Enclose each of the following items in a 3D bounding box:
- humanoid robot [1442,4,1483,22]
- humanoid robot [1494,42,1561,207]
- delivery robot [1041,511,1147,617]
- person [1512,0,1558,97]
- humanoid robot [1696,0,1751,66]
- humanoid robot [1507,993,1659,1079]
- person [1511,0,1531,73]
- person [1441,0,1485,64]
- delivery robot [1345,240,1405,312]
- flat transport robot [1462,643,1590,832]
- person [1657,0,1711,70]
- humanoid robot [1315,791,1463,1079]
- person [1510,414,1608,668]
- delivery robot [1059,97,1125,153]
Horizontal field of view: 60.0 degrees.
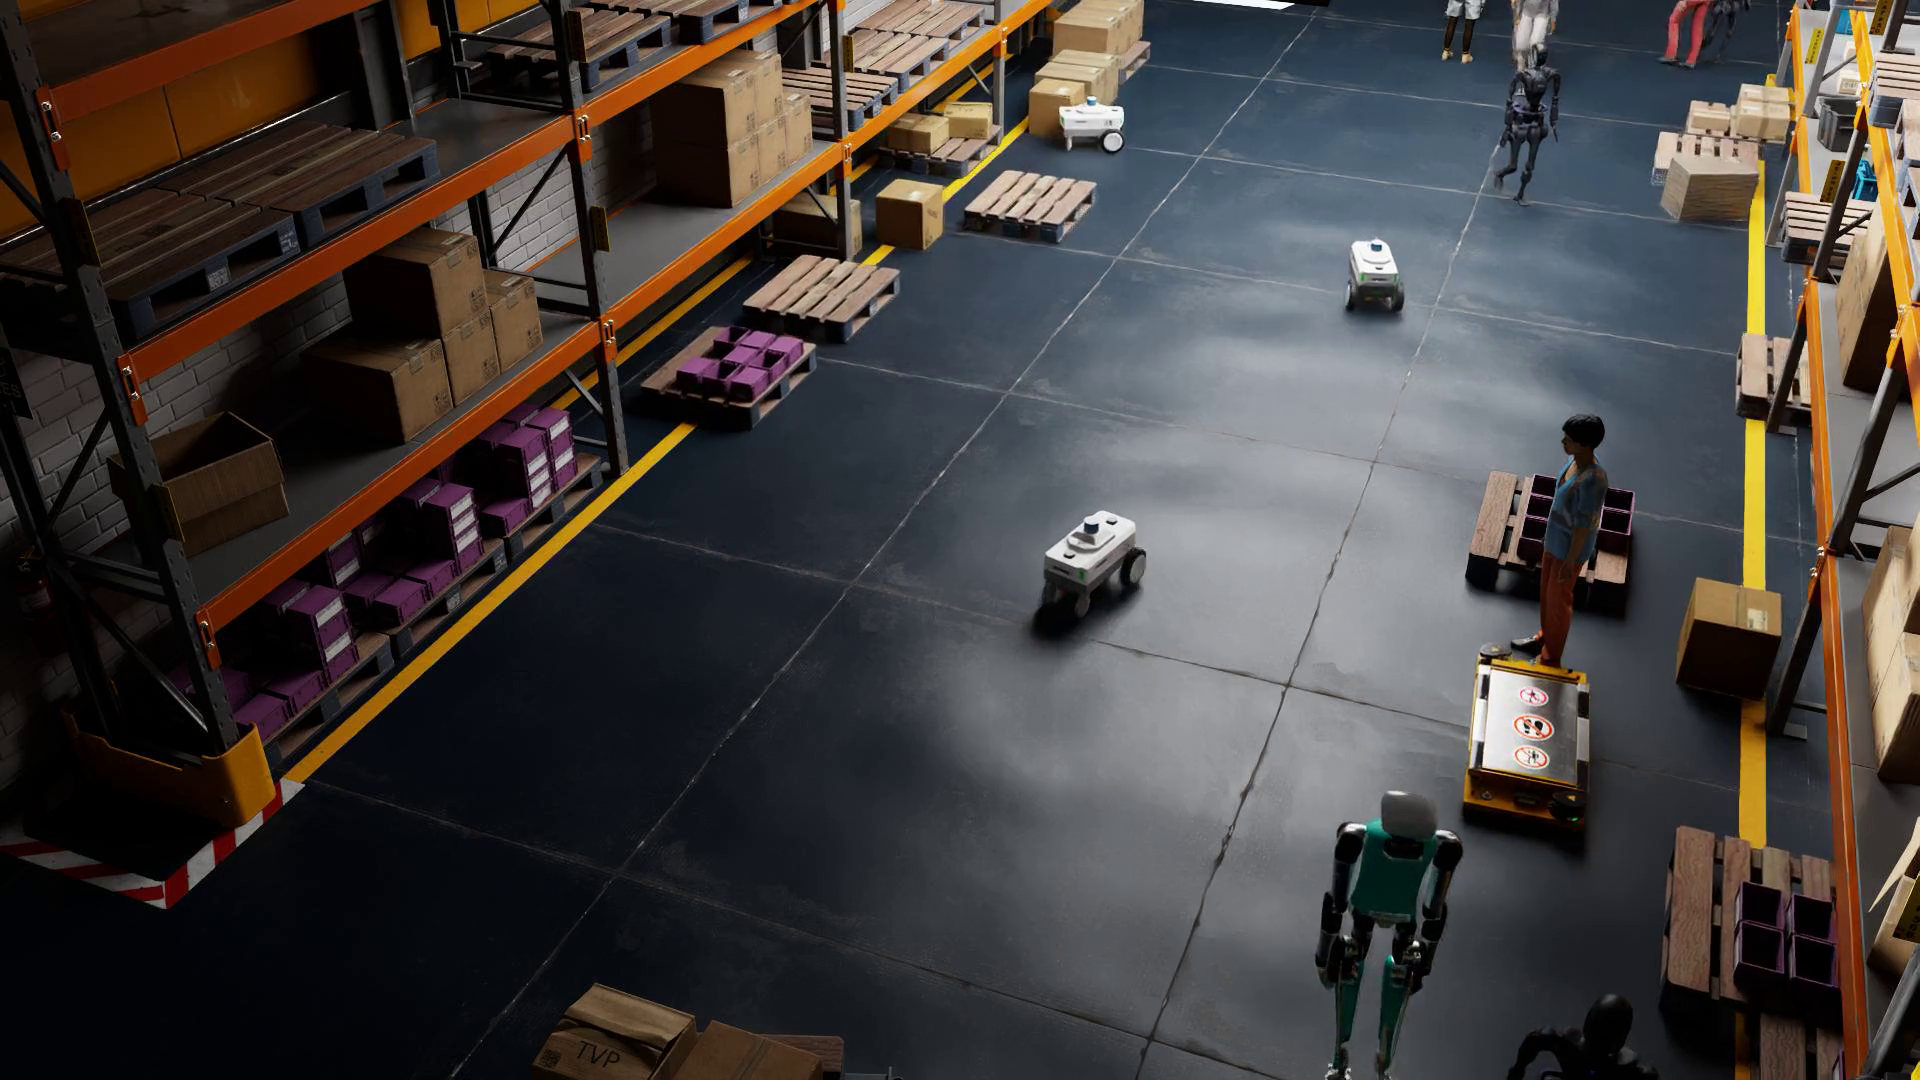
[{"bbox_3d":[6.941,-7.809,22.348,1.043,1.742,0.549,-27,42,-35],"label":"humanoid robot"},{"bbox_3d":[5.754,-4.226,16.840,0.586,1.647,0.434,-4,33,-7],"label":"humanoid robot"},{"bbox_3d":[0.875,0.111,11.147,0.499,0.584,0.783,22,39,30],"label":"delivery robot"},{"bbox_3d":[6.921,-6.281,19.835,0.591,1.876,0.608,-23,39,-31],"label":"person"},{"bbox_3d":[9.595,-6.748,20.745,0.614,1.645,0.481,-16,36,-23],"label":"humanoid robot"},{"bbox_3d":[2.404,2.393,6.619,0.610,1.620,0.763,15,36,22],"label":"humanoid robot"},{"bbox_3d":[7.134,-6.760,20.710,0.494,1.730,0.885,14,35,20],"label":"person"},{"bbox_3d":[6.368,-6.852,20.882,0.532,1.692,0.320,25,40,33],"label":"person"},{"bbox_3d":[3.743,-2.407,15.069,0.499,0.611,0.814,2,33,3],"label":"delivery robot"},{"bbox_3d":[3.360,1.138,9.830,0.659,0.231,1.431,10,34,15],"label":"flat transport robot"},{"bbox_3d":[9.118,-6.774,20.717,0.544,1.745,0.606,-11,35,-17],"label":"person"},{"bbox_3d":[1.832,2.026,7.178,0.564,1.867,0.843,2,33,2],"label":"humanoid robot"},{"bbox_3d":[3.688,0.027,10.179,0.342,1.758,0.504,3,33,4],"label":"person"},{"bbox_3d":[1.488,-4.615,18.488,0.785,0.614,0.518,-1,33,-1],"label":"delivery robot"}]
